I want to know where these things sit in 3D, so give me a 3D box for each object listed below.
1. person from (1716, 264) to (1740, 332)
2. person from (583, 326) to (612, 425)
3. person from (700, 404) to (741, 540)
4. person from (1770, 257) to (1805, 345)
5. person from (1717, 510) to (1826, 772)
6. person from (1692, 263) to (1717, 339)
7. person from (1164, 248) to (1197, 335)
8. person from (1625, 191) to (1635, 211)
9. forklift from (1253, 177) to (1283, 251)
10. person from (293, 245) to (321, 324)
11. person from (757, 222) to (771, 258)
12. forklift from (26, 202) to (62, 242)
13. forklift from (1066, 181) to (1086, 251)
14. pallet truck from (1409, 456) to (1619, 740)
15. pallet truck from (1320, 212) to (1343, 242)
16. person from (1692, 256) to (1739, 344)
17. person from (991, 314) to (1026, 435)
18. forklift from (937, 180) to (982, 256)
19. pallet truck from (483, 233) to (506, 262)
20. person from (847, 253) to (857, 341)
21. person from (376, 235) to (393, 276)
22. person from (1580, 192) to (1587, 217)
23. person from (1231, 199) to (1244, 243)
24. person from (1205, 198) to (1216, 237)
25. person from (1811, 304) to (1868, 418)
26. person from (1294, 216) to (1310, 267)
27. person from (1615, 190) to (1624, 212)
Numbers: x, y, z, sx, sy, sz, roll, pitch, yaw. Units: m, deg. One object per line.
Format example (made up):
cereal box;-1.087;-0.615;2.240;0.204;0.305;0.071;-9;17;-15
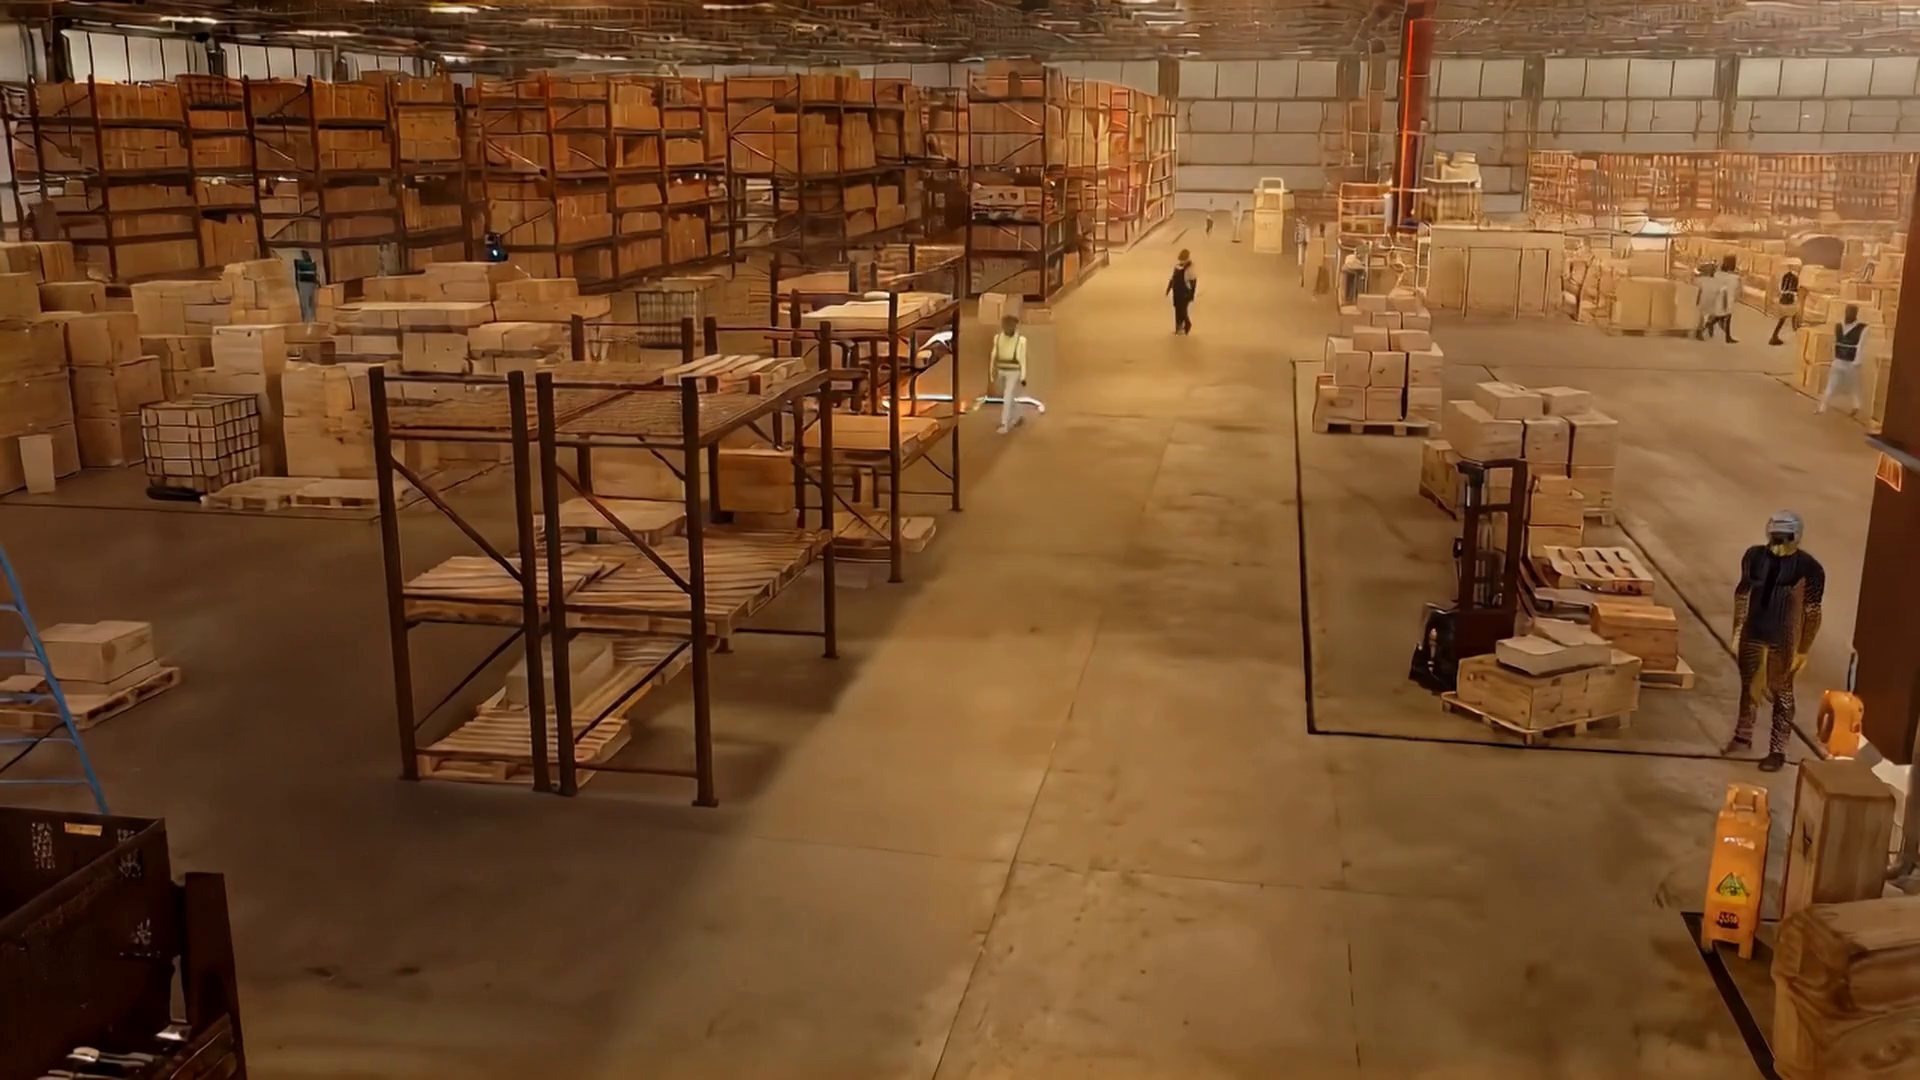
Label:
person;17.957;-5.668;38.867;0.497;1.594;0.850;3;14;12
person;-5.752;-2.606;26.337;0.523;1.638;0.311;-7;15;-26
person;-2.585;-0.542;17.465;0.622;1.873;0.986;-7;15;-26
person;18.257;-5.212;36.372;0.888;1.898;0.551;3;14;12
person;5.941;0.727;12.187;0.359;1.939;0.635;-9;16;-31
person;16.911;-5.413;37.617;0.318;1.696;0.536;-8;16;-29
person;5.038;-5.698;38.065;0.539;2.000;0.770;-8;16;-30
person;32.430;-16.059;80.580;0.404;1.823;0.592;-6;15;-24
forklift;12.083;-12.747;64.956;1.129;2.768;1.873;3;14;10
person;-15.872;-6.223;40.477;0.592;1.910;0.387;-10;17;-35
person;-7.211;-11.254;61.332;0.535;1.697;0.318;-5;15;-21
forklift;-23.119;-7.138;42.186;1.873;2.768;1.129;-1;14;-3
forklift;3.654;-11.708;60.736;1.873;2.768;1.129;2;14;7
pallet truck;4.504;0.400;13.395;0.823;1.965;1.885;-6;15;-23
pallet truck;15.874;-13.227;70.310;0.680;1.201;1.601;10;17;35
person;16.746;-5.306;36.689;0.937;1.936;0.606;6;15;24
person;0.787;-2.593;25.837;0.591;1.856;0.810;11;18;38
forklift;0.013;-11.961;61.765;1.873;2.768;1.129;2;14;9
pallet truck;-11.832;-7.026;43.548;1.885;1.965;0.823;8;16;28
person;-2.294;-5.409;37.072;0.846;1.963;0.628;3;14;13
person;-15.699;-7.409;45.419;0.429;1.845;0.631;-8;16;-29
person;30.109;-16.086;80.447;0.406;1.941;0.605;6;15;24
person;11.607;-13.373;69.686;0.404;1.826;0.593;-10;17;-34
person;11.065;-14.246;73.507;0.546;1.680;0.413;-4;14;-16
person;14.491;-2.924;27.181;0.986;1.873;0.586;-9;16;-32
person;11.816;-10.322;57.506;0.534;1.721;0.926;3;14;13
person;34.121;-17.420;86.076;0.584;1.834;0.502;1;14;4
